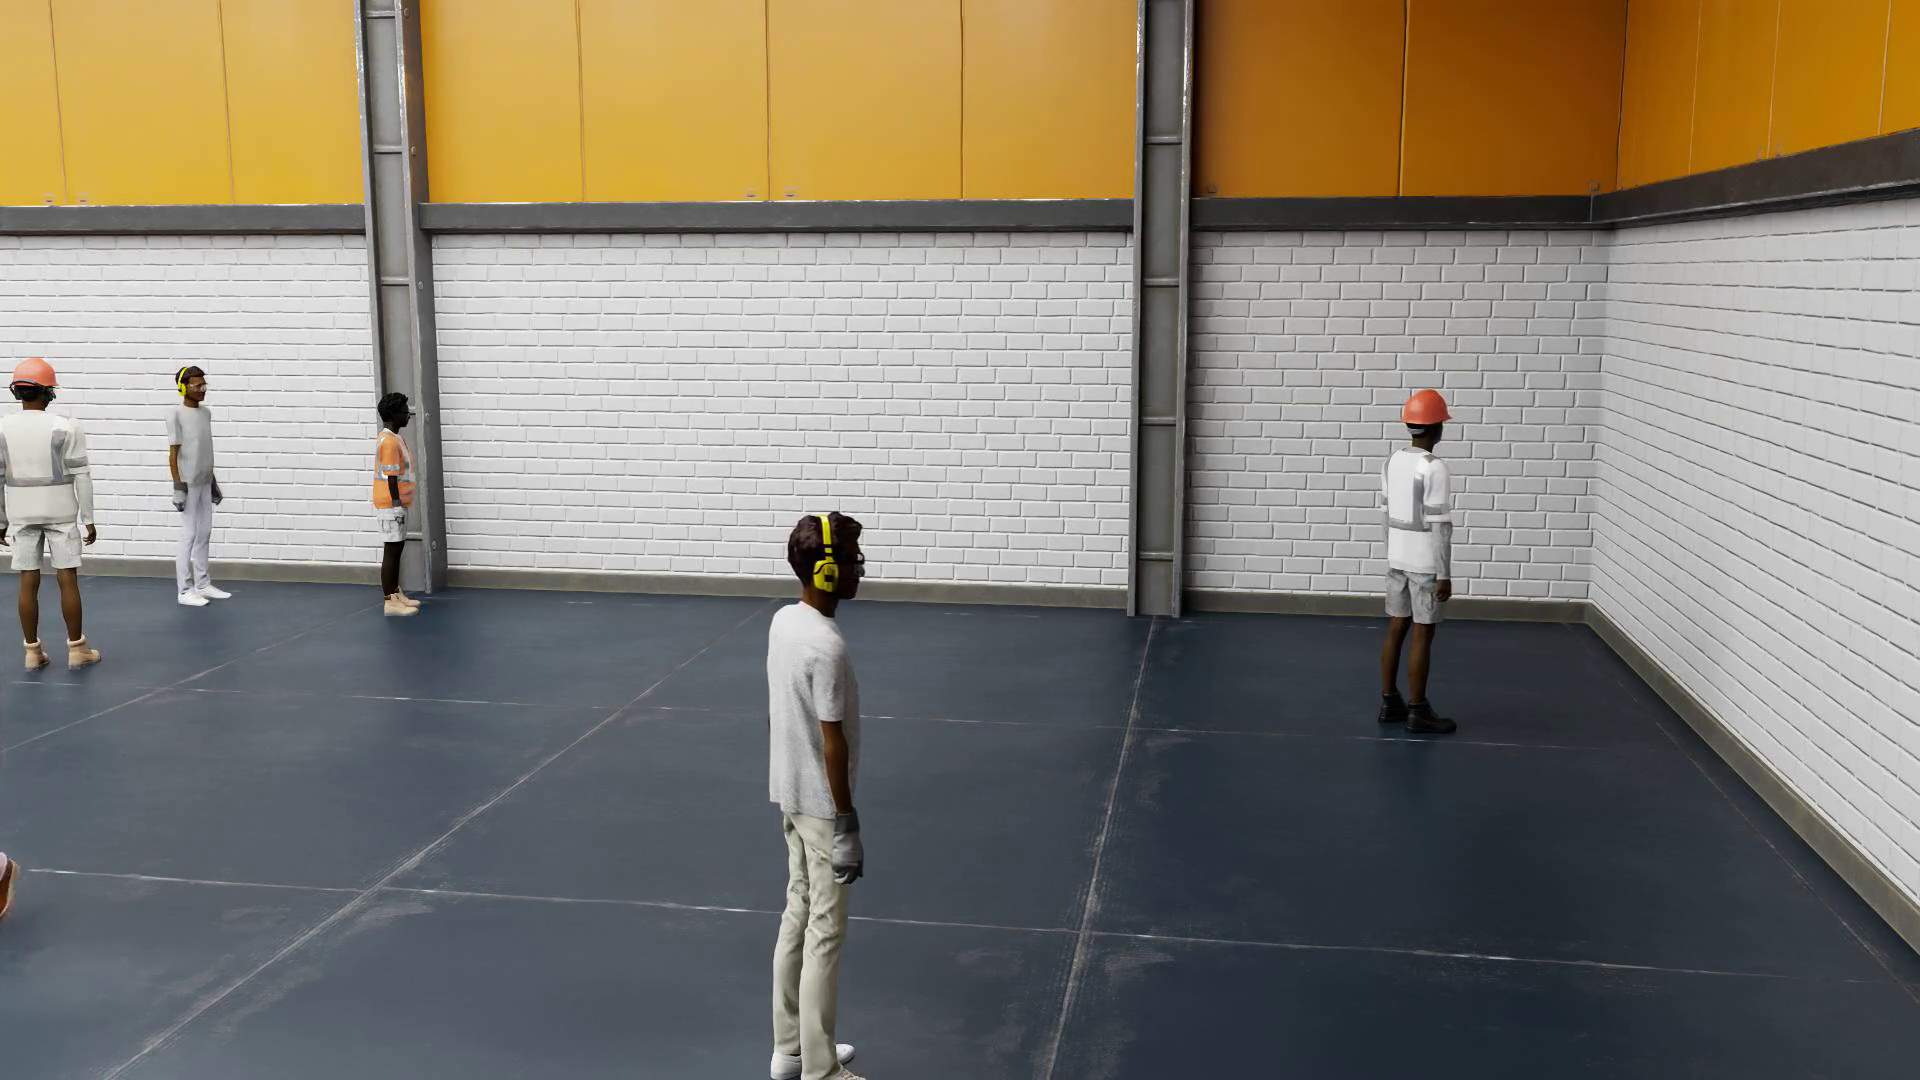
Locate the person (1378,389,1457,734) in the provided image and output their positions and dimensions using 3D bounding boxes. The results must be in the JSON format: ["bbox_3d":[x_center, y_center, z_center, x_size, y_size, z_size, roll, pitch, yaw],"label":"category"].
[{"bbox_3d":[2.601,0.121,9.406,0.344,1.942,0.551,-4,10,-21],"label":"person"}]

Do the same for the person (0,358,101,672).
[{"bbox_3d":[-5.958,-0.161,10.831,0.615,2.042,0.374,-2,9,-12],"label":"person"}]

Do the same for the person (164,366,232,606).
[{"bbox_3d":[-5.979,-0.429,13.023,0.309,1.868,0.535,2,9,9],"label":"person"}]

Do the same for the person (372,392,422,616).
[{"bbox_3d":[-4.280,-0.272,12.606,0.320,1.694,0.532,-2,9,-14],"label":"person"}]

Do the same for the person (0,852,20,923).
[{"bbox_3d":[-4.013,0.635,6.242,0.661,1.941,0.622,4,10,23],"label":"person"}]

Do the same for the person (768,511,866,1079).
[{"bbox_3d":[-0.432,0.837,5.215,0.311,1.869,0.532,-4,10,-25],"label":"person"}]
